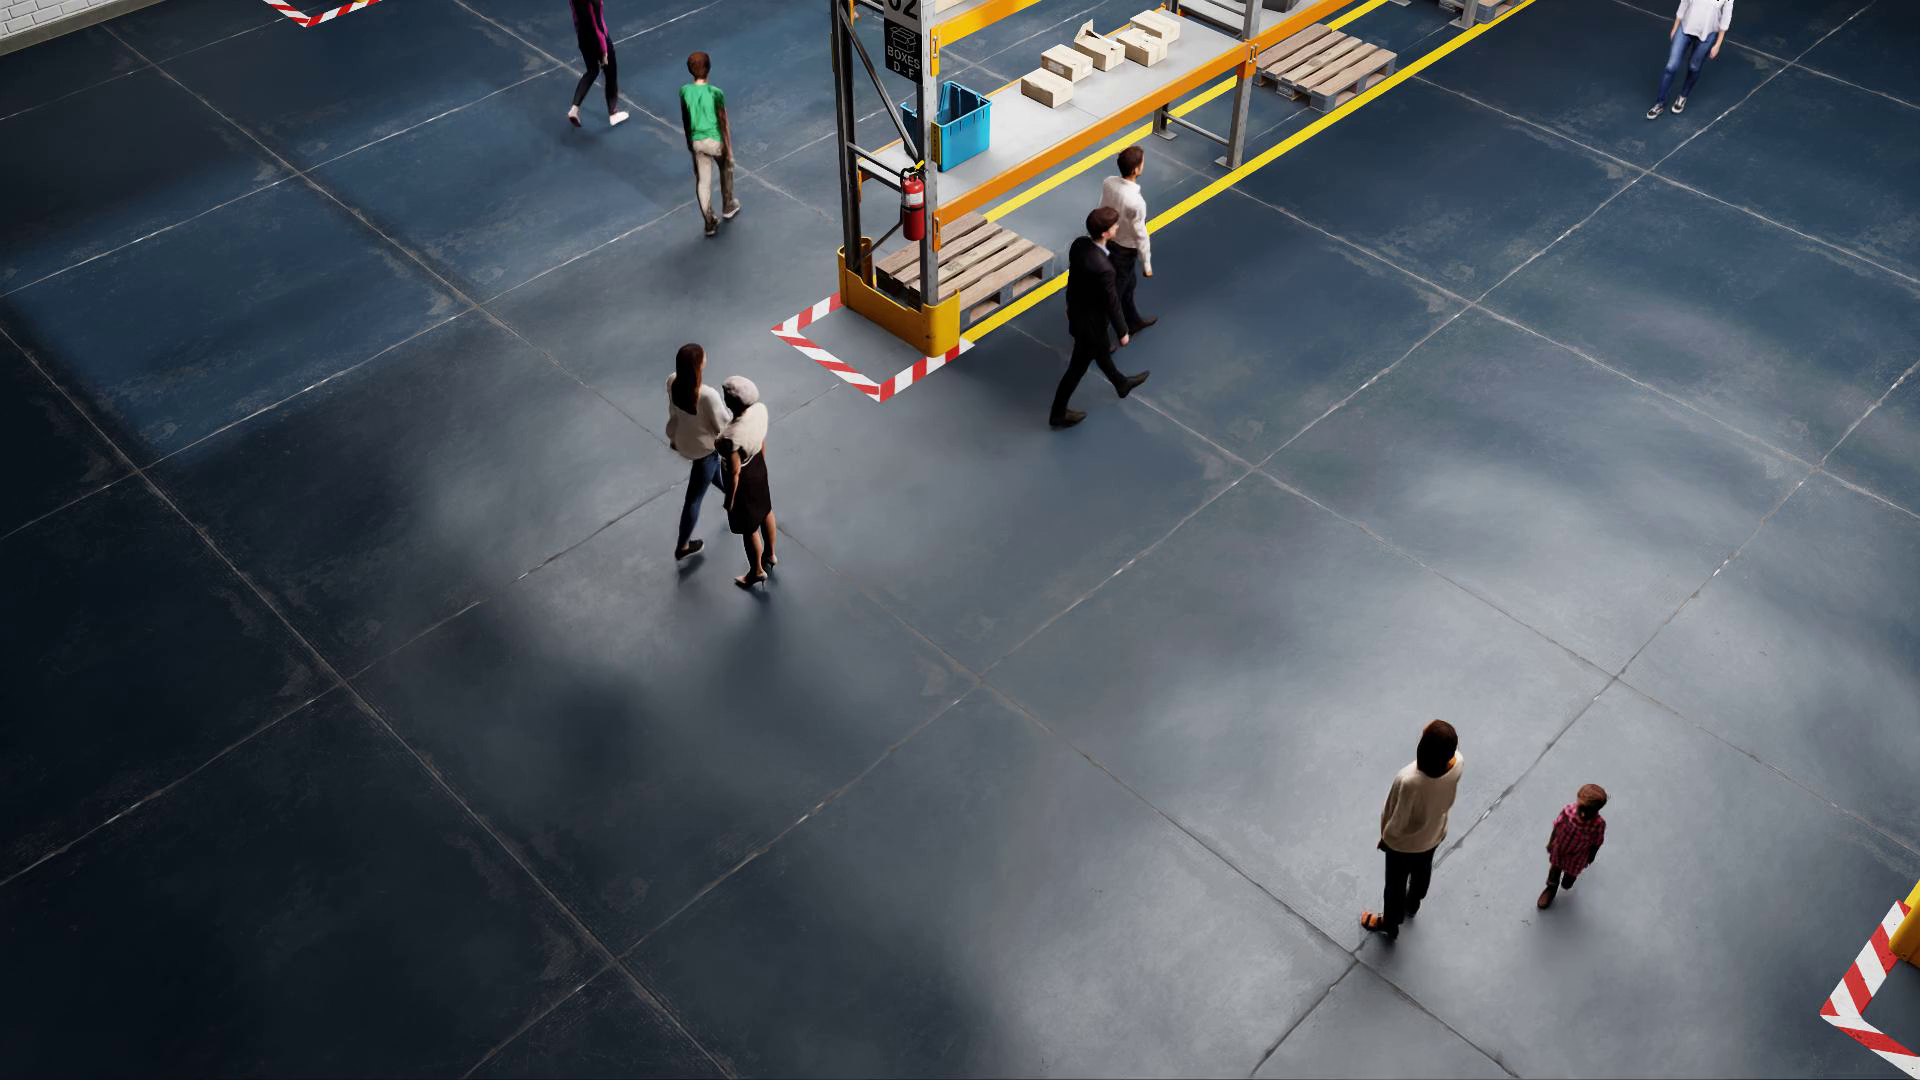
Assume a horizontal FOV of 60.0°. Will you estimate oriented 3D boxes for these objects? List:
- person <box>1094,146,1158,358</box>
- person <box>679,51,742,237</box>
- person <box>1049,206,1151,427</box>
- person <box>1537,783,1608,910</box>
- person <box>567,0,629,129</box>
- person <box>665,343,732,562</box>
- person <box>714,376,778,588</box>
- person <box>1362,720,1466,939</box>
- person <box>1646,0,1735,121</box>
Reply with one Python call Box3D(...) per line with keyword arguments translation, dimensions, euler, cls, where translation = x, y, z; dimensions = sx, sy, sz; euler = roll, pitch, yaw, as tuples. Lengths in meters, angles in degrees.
Box3D(translation=(1.173, -2.201, 12.990), dimensions=(1.080, 1.846, 0.895), euler=(-19, 47, -19), cls="person")
Box3D(translation=(-2.199, -3.381, 14.381), dimensions=(0.835, 1.635, 0.919), euler=(6, 44, 6), cls="person")
Box3D(translation=(0.896, -1.619, 12.375), dimensions=(1.245, 1.850, 1.043), euler=(-14, 45, -14), cls="person")
Box3D(translation=(3.519, 1.704, 9.494), dimensions=(0.459, 1.014, 0.571), euler=(29, 51, 27), cls="person")
Box3D(translation=(-3.501, -4.615, 15.614), dimensions=(0.682, 1.722, 0.955), euler=(25, 49, 24), cls="person")
Box3D(translation=(-1.836, -0.564, 11.424), dimensions=(0.690, 1.636, 1.133), euler=(31, 51, 28), cls="person")
Box3D(translation=(-1.415, -0.385, 11.149), dimensions=(0.746, 1.756, 0.587), euler=(18, 47, 18), cls="person")
Box3D(translation=(2.511, 1.596, 9.125), dimensions=(0.551, 1.680, 0.724), euler=(-25, 49, -24), cls="person")
Box3D(translation=(7.104, -4.913, 15.944), dimensions=(0.771, 1.698, 0.920), euler=(24, 48, 23), cls="person")
